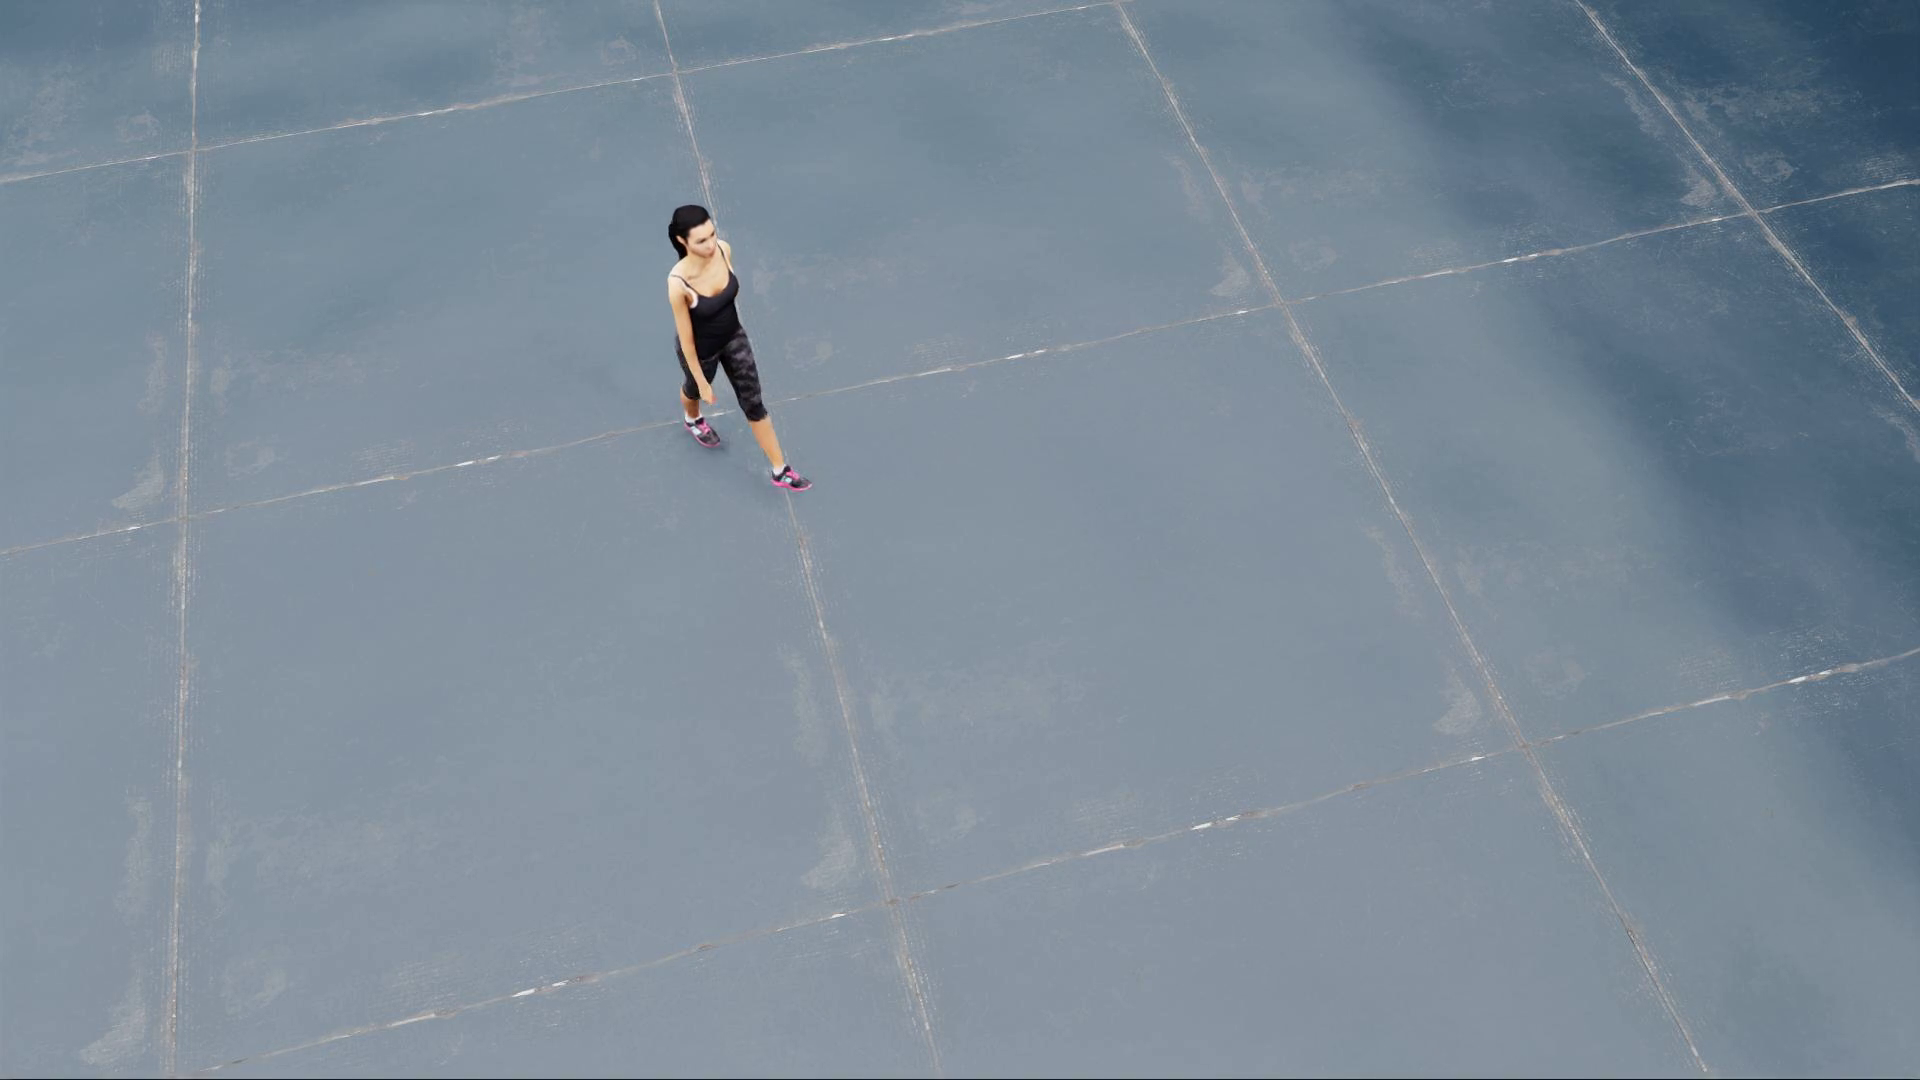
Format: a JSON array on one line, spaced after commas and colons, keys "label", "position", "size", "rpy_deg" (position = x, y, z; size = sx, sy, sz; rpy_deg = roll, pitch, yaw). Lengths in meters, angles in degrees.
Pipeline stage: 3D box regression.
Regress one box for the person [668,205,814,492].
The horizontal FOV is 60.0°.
[{"label": "person", "position": [-1.280, -0.971, 8.084], "size": [1.191, 1.685, 1.000], "rpy_deg": [34, 60, 24]}]
